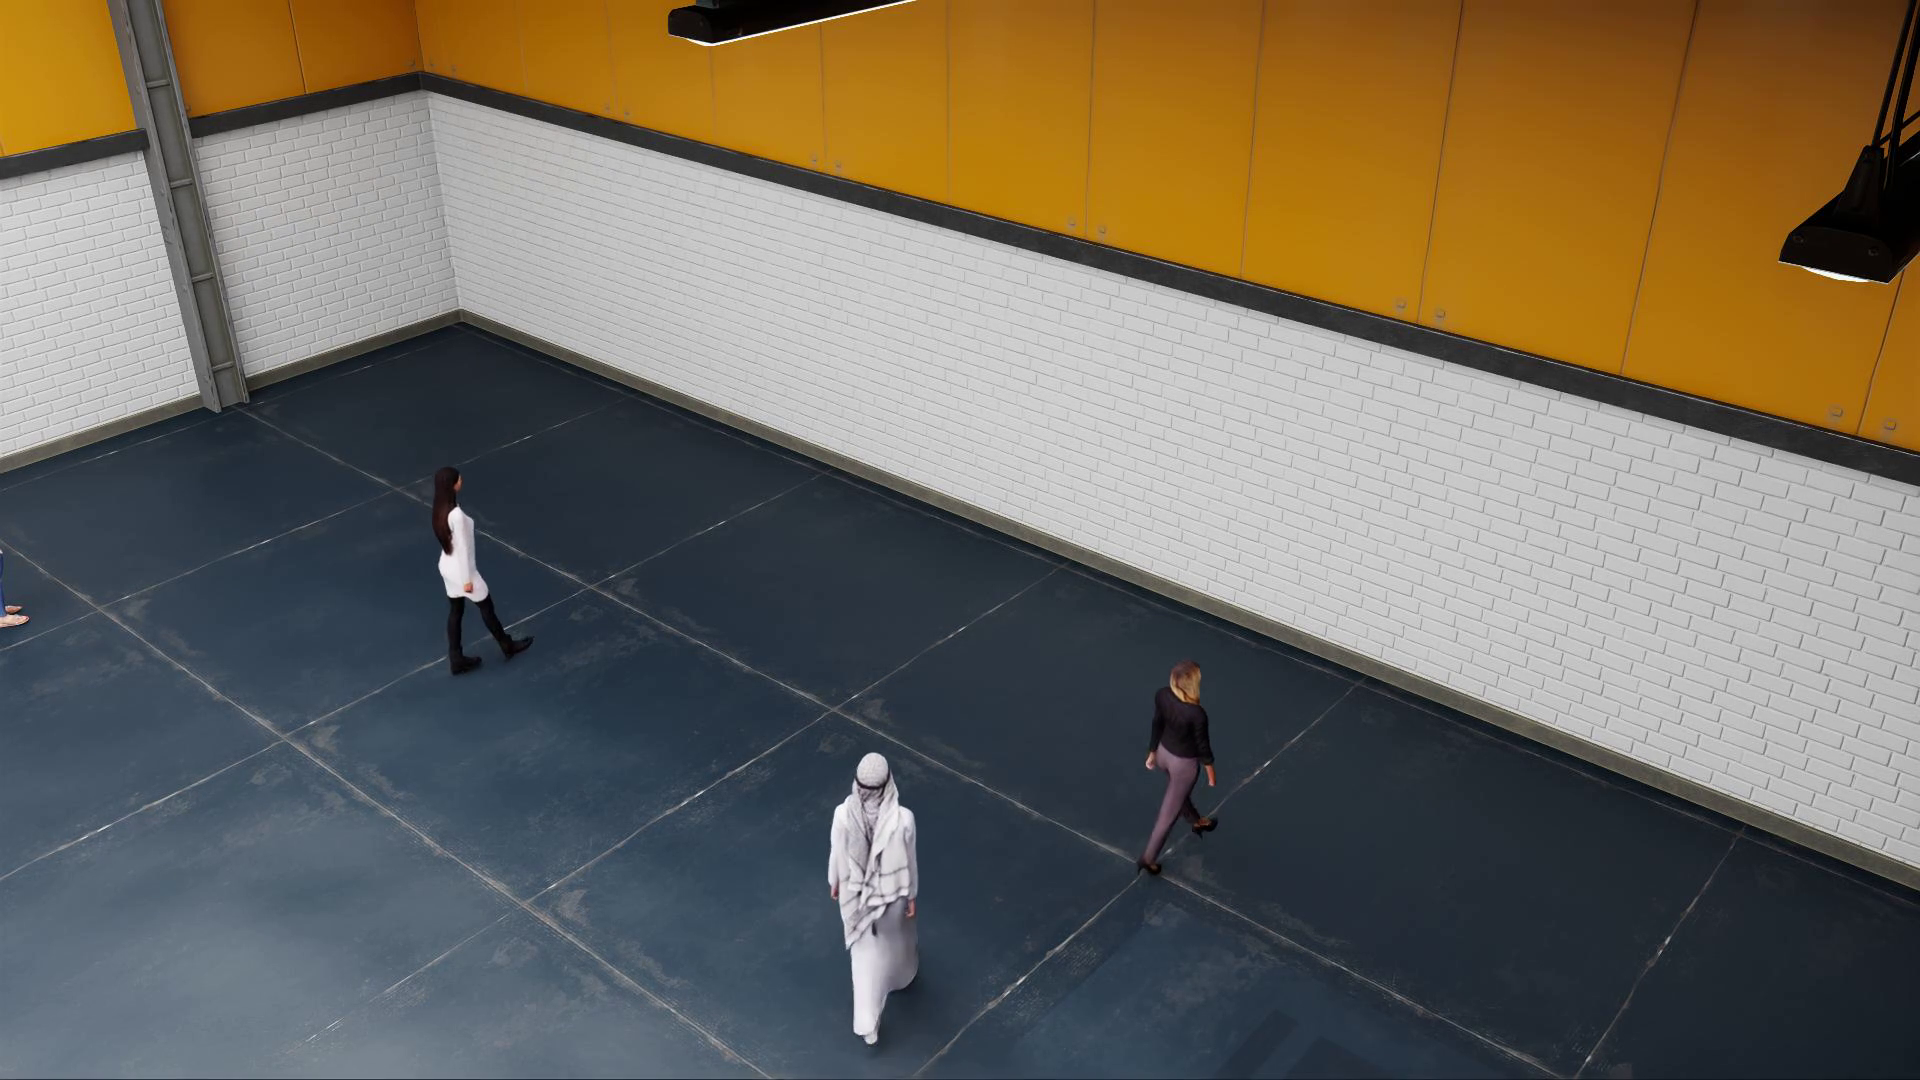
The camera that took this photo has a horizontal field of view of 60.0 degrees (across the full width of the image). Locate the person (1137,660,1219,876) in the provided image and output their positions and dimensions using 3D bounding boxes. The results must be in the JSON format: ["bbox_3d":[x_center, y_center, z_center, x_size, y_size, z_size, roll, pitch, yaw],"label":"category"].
[{"bbox_3d":[1.374,1.562,11.027,1.066,1.639,0.785,-19,34,-31],"label":"person"}]

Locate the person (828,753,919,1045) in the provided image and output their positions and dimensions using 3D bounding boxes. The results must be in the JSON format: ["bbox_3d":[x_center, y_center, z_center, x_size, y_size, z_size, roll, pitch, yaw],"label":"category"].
[{"bbox_3d":[-0.508,2.115,9.741,1.073,1.900,1.211,2,29,4],"label":"person"}]

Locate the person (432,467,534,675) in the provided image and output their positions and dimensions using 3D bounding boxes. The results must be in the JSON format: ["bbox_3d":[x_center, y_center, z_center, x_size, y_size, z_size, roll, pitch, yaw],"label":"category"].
[{"bbox_3d":[-4.054,0.280,13.223,0.950,1.787,0.717,-22,36,-34],"label":"person"}]
